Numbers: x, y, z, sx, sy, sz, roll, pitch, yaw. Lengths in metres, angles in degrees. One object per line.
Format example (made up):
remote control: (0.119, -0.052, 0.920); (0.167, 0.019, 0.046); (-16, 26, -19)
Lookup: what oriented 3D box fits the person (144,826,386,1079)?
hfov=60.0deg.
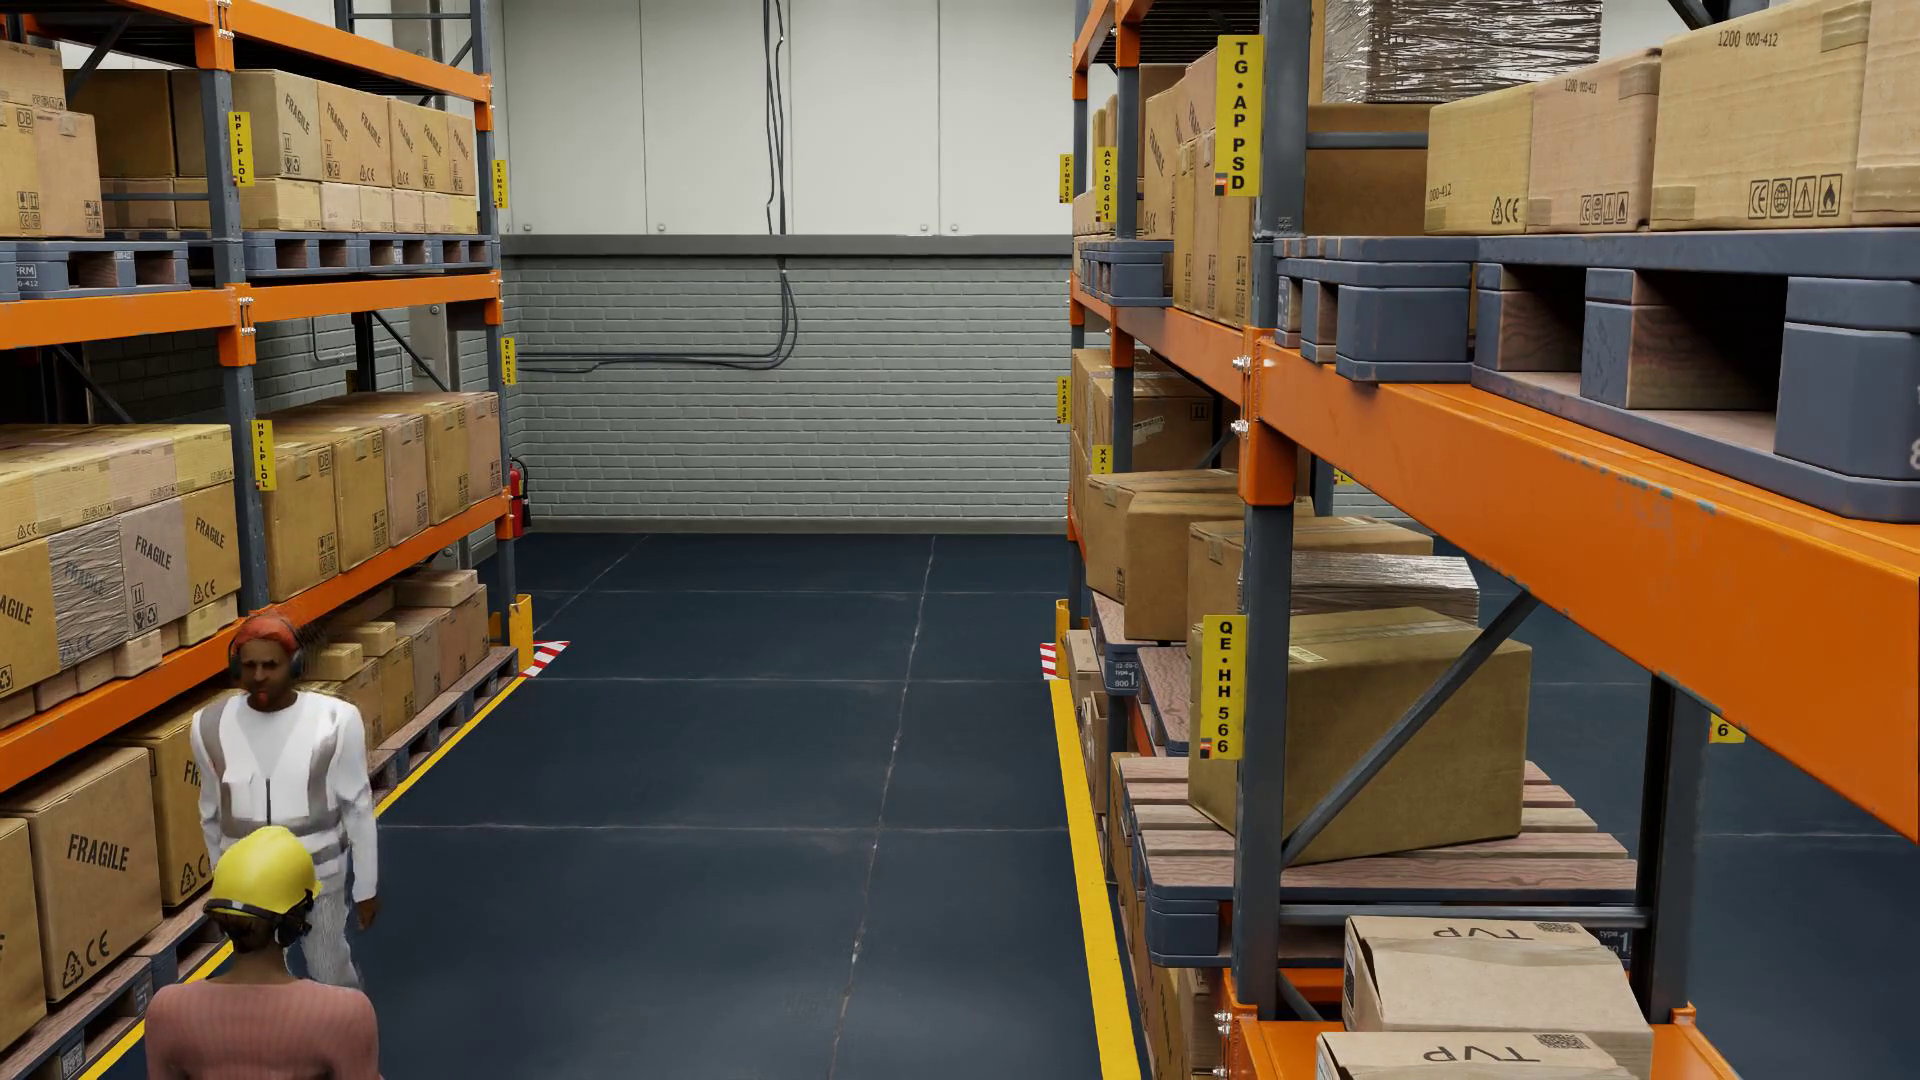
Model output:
person: (-1.517, 1.502, 3.736); (0.533, 1.767, 0.321); (0, 10, 1)

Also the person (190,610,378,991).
person: (-2.267, 1.121, 5.680); (0.577, 1.854, 0.895); (-2, 10, -9)
